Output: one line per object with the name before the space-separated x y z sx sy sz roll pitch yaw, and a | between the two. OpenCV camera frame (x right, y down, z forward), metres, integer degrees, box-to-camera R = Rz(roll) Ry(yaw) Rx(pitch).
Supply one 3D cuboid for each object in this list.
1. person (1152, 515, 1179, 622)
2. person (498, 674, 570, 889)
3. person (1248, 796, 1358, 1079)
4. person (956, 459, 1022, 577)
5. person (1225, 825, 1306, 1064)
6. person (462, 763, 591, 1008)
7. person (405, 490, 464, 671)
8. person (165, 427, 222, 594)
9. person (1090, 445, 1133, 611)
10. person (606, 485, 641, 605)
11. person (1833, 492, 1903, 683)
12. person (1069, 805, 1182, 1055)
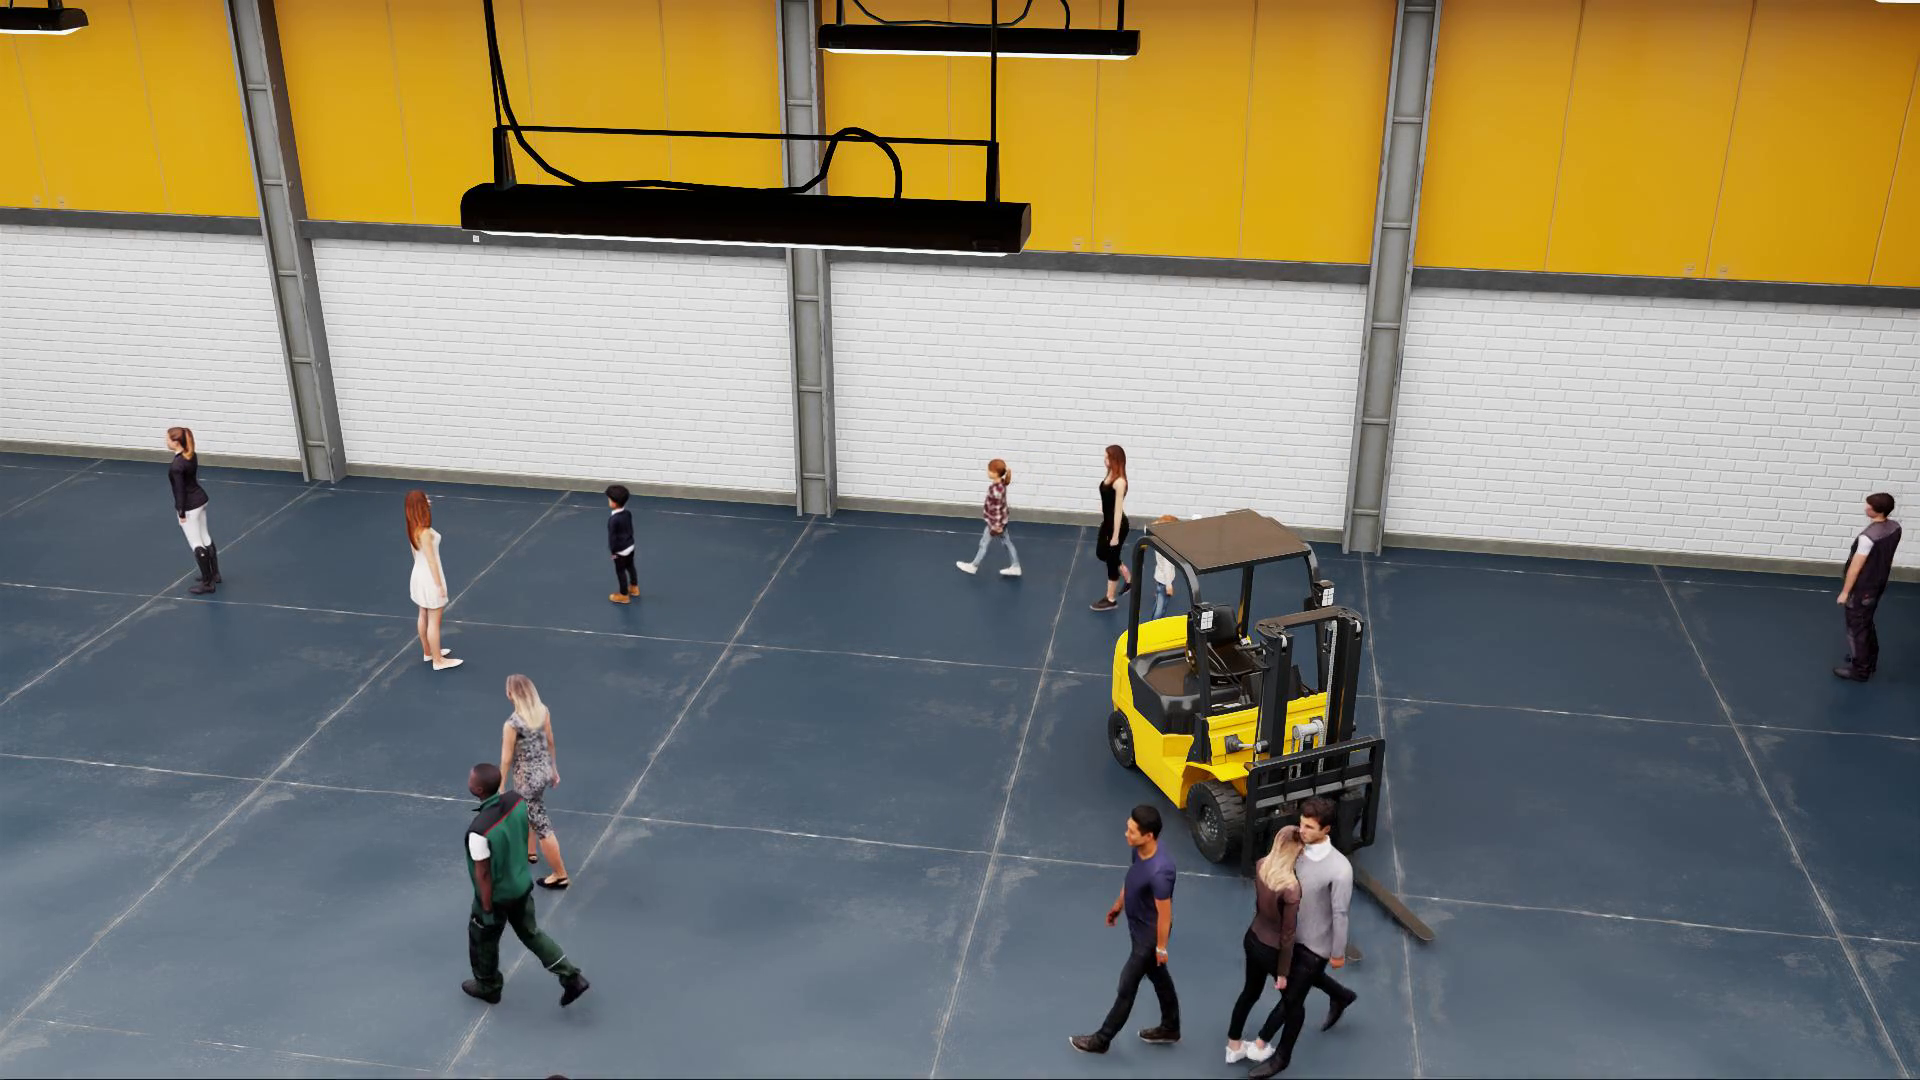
person | 1.890 0.382 15.517 0.513 1.312 0.495 1 24 1
person | -2.979 1.763 11.899 0.895 1.681 0.692 10 25 21
person | 2.220 2.375 10.205 1.306 1.916 1.198 -12 26 -26
person | 0.444 -0.199 16.900 0.894 1.270 0.568 6 24 13
person | 1.848 2.526 10.161 0.837 1.674 0.794 -10 25 -21
person | -2.829 2.255 10.612 1.215 1.809 0.843 9 25 20
person | -4.837 0.348 15.096 0.706 1.712 0.642 -17 29 -33
person | -7.656 -0.312 16.586 0.592 1.728 0.594 -1 24 -2
person | 1.587 -0.119 16.162 0.874 1.713 0.743 -5 24 -11
person | -3.332 0.030 16.436 0.544 1.221 0.543 10 26 22
person | 8.115 0.423 14.790 0.823 1.820 0.873 -10 26 -22
person | 1.236 2.414 10.310 1.051 1.761 0.831 -3 24 -6
